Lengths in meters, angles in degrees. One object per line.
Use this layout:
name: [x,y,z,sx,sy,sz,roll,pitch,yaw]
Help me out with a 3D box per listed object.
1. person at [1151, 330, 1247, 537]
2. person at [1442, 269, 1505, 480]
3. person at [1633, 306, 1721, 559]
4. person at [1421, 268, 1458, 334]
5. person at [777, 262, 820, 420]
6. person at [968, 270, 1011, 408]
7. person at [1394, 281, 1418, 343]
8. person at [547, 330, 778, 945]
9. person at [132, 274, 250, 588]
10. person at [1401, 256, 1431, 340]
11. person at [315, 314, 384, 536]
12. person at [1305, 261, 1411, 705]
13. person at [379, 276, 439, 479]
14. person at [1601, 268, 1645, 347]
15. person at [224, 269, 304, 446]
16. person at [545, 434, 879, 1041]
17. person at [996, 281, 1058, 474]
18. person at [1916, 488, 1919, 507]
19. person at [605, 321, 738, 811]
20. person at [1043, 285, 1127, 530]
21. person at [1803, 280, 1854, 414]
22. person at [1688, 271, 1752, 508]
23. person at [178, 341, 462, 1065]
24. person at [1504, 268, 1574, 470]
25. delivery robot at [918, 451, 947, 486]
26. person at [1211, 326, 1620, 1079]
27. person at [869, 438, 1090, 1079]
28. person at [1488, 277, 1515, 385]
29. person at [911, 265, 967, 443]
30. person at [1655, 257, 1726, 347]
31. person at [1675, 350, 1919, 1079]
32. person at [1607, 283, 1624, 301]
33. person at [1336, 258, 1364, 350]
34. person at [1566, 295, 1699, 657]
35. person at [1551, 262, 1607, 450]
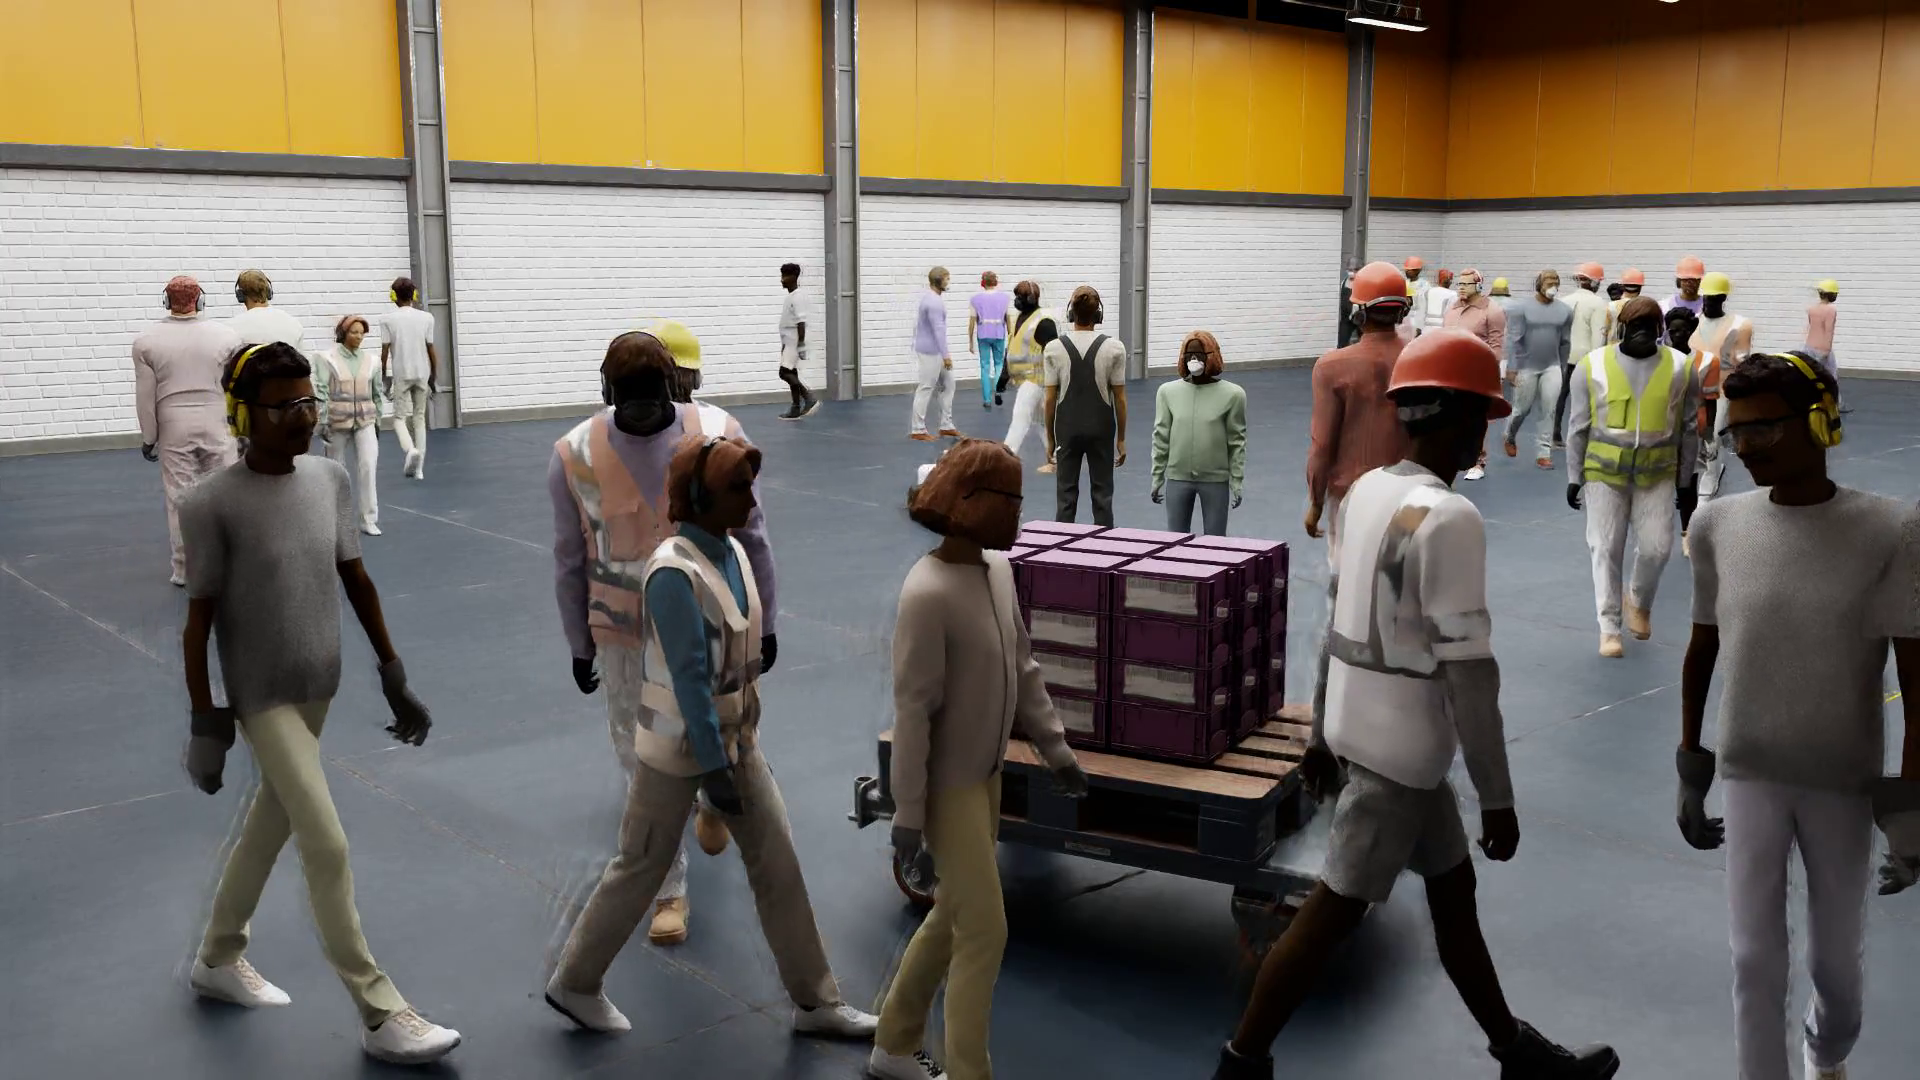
person: [1.270,-0.303,8.901,0.507,1.633,0.276,3,10,19]
person: [4.592,-1.500,15.116,0.407,1.908,0.641,-8,13,-39]
person: [4.799,-0.716,11.151,0.560,1.694,0.319,4,11,23]
person: [7.014,-3.083,24.565,0.931,1.852,0.615,-9,13,-42]
person: [-2.050,-2.435,20.452,0.442,1.950,0.618,-2,10,-9]
person: [0.407,-2.678,22.224,0.601,1.827,0.456,-1,10,-7]
person: [4.590,-1.818,17.386,0.317,1.769,0.522,0,10,-3]
person: [-0.898,0.264,5.079,0.670,1.816,0.655,-1,10,-8]
person: [-4.692,-0.664,10.214,0.638,1.911,0.406,-5,11,-25]
person: [6.791,-3.250,25.023,0.434,2.018,0.613,-5,11,-25]
person: [-4.498,-0.856,12.216,0.517,1.605,0.771,-7,12,-37]
person: [1.794,-0.197,7.221,0.611,1.997,0.375,-1,10,-8]
person: [-4.932,-1.442,14.966,0.510,1.845,0.539,-5,11,-28]
person: [7.105,-1.943,17.746,0.544,1.899,0.976,3,10,18]
person: [-4.741,-0.874,11.364,0.378,1.937,0.628,5,11,25]
person: [-0.680,0.520,4.225,0.886,1.590,0.492,3,10,18]
person: [0.591,-1.468,15.259,0.972,1.791,0.623,-4,10,-21]
person: [4.119,0.086,6.689,0.499,1.611,0.742,8,13,39]
person: [-1.114,0.058,6.346,0.590,1.792,0.917,-2,10,-12]
person: [0.757,-0.611,10.089,0.508,1.846,0.345,2,10,9]
person: [11.030,-2.466,21.317,0.911,1.721,0.524,-2,10,-12]
person: [6.027,-1.186,13.295,0.659,1.910,0.592,-8,13,-40]
person: [-1.712,0.411,4.264,0.980,1.830,0.550,4,10,21]
person: [5.532,-1.652,15.992,0.636,1.916,0.755,0,10,-1]
delivery robot: [-0.073,-0.431,12.531,0.477,0.478,0.707,-3,10,-16]
person: [1.027,0.460,3.779,1.037,1.868,0.571,0,10,-1]
person: [0.001,0.565,3.880,0.530,1.612,0.520,4,10,21]
person: [7.785,-2.944,24.097,0.519,1.726,0.438,5,11,25]
person: [-0.194,-1.998,17.996,0.767,1.910,0.643,0,10,0]
person: [6.514,-1.520,14.950,0.637,1.995,1.023,4,10,22]
person: [1.805,0.515,3.576,0.549,1.827,0.732,7,12,37]
person: [8.634,-2.554,21.966,0.553,1.656,0.734,3,10,18]
person: [6.828,-3.914,28.852,0.695,2.000,0.996,9,13,41]
person: [3.395,-0.322,8.444,0.636,1.827,0.446,3,10,15]
person: [6.555,-1.921,17.449,0.962,1.943,0.628,-6,12,-33]
